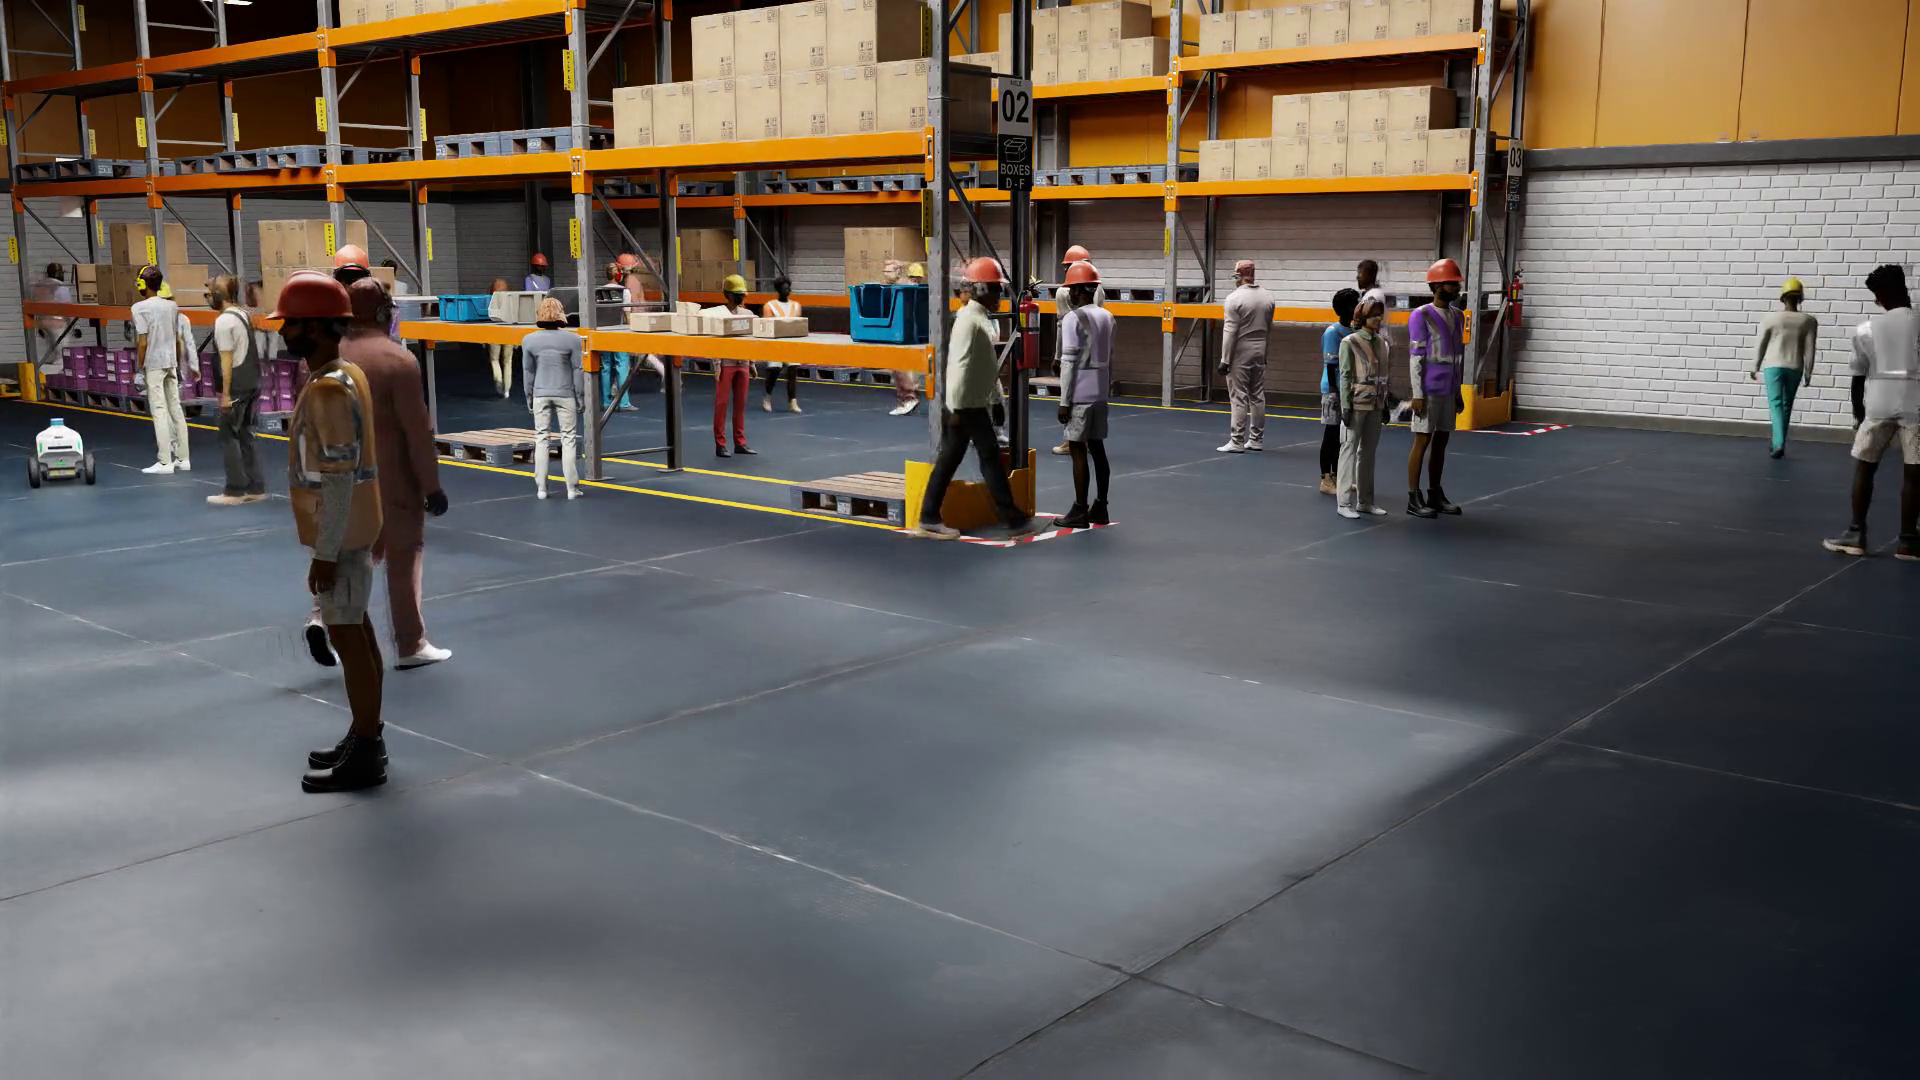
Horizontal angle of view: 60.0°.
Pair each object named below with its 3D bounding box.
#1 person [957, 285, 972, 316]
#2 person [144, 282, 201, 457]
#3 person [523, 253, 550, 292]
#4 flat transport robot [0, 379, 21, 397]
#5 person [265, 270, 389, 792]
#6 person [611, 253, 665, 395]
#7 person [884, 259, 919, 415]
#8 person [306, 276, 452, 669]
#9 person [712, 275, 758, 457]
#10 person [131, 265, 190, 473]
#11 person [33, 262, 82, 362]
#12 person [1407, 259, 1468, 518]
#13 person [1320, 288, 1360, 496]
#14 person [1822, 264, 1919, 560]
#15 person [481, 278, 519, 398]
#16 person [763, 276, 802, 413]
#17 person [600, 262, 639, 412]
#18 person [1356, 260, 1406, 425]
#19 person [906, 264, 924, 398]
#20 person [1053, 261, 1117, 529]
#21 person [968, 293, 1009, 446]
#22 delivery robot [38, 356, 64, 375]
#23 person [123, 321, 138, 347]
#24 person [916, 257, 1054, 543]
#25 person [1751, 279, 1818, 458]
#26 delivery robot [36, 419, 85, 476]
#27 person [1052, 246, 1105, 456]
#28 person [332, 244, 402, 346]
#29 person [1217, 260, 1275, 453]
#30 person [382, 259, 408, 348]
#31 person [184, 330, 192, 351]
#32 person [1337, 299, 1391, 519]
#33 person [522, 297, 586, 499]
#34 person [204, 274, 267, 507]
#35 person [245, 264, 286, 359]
[{"bbox_3d":[0.116,-2.069,18.717,0.288,1.633,0.501,5,11,26],"label":"person"},{"bbox_3d":[-7.751,-1.675,16.288,0.899,1.700,0.488,9,14,43],"label":"person"},{"bbox_3d":[-6.774,-3.652,26.869,0.376,1.935,0.550,5,11,27],"label":"person"},{"bbox_3d":[-13.276,-2.070,22.601,0.652,0.197,1.431,-9,13,-41],"label":"flat transport robot"},{"bbox_3d":[-2.354,-0.028,6.230,0.361,1.940,0.543,-2,10,-13],"label":"person"},{"bbox_3d":[-4.433,-2.965,22.925,0.961,1.959,0.616,0,10,0],"label":"person"},{"bbox_3d":[-0.723,-2.426,20.044,0.474,1.883,0.718,-8,13,-38],"label":"person"},{"bbox_3d":[-2.764,-0.291,7.862,0.671,1.893,0.633,5,11,26],"label":"person"},{"bbox_3d":[-2.192,-1.688,16.196,0.333,1.760,0.523,10,14,44],"label":"person"},{"bbox_3d":[-7.221,-1.528,14.969,0.330,1.872,0.512,4,11,19],"label":"person"},{"bbox_3d":[-12.790,-3.011,23.551,0.674,1.822,0.441,5,11,27],"label":"person"},{"bbox_3d":[3.611,-1.140,12.552,0.545,1.942,0.352,-7,12,-35],"label":"person"},{"bbox_3d":[3.147,-1.217,13.693,0.318,1.697,0.533,7,12,35],"label":"person"},{"bbox_3d":[6.129,-0.824,10.831,0.369,1.924,0.716,-9,14,-43],"label":"person"},{"bbox_3d":[-6.198,-2.719,22.446,0.523,1.615,0.419,-3,10,-18],"label":"person"},{"bbox_3d":[-2.172,-2.404,20.490,0.580,1.697,0.460,-7,12,-34],"label":"person"},{"bbox_3d":[-4.278,-2.496,20.542,0.565,1.845,0.384,5,11,28],"label":"person"},{"bbox_3d":[4.585,-2.135,18.339,0.570,1.898,0.595,3,10,15],"label":"person"},{"bbox_3d":[-0.585,-2.780,22.274,0.600,1.807,0.747,-4,11,-21],"label":"person"},{"bbox_3d":[0.891,-1.051,12.092,0.384,1.932,0.543,8,13,39],"label":"person"},{"bbox_3d":[0.282,-1.752,16.992,0.611,1.604,0.540,4,11,23],"label":"person"},{"bbox_3d":[-12.362,-2.335,23.035,0.707,0.478,0.477,1,10,7],"label":"delivery robot"},{"bbox_3d":[-11.506,-3.013,23.496,0.570,1.846,0.478,-8,13,-38],"label":"person"},{"bbox_3d":[0.147,-0.945,11.400,1.001,1.946,0.648,1,10,4],"label":"person"},{"bbox_3d":[8.021,-1.670,16.171,0.522,1.727,0.888,2,10,9],"label":"person"},{"bbox_3d":[-7.746,-0.801,14.303,0.477,0.478,0.707,-6,11,-29],"label":"delivery robot"},{"bbox_3d":[1.133,-1.843,16.269,0.609,2.043,0.376,-9,14,-43],"label":"person"},{"bbox_3d":[-4.250,-1.053,11.768,0.605,2.045,0.379,-6,12,-32],"label":"person"},{"bbox_3d":[2.805,-1.808,16.478,0.639,1.902,0.407,-8,13,-37],"label":"person"},{"bbox_3d":[-7.898,-2.972,23.196,0.314,1.867,0.526,7,12,33],"label":"person"},{"bbox_3d":[-11.423,-3.138,24.284,0.522,1.815,0.615,-5,11,-25],"label":"person"},{"bbox_3d":[3.043,-0.989,12.540,0.515,1.645,0.309,-7,12,-36],"label":"person"},{"bbox_3d":[-3.278,-1.137,13.441,0.498,1.629,0.287,0,10,2],"label":"person"},{"bbox_3d":[-5.758,-1.167,13.096,0.554,1.823,0.540,0,10,-3],"label":"person"},{"bbox_3d":[-9.431,-2.881,22.647,0.634,1.884,0.507,-3,10,-16],"label":"person"}]
